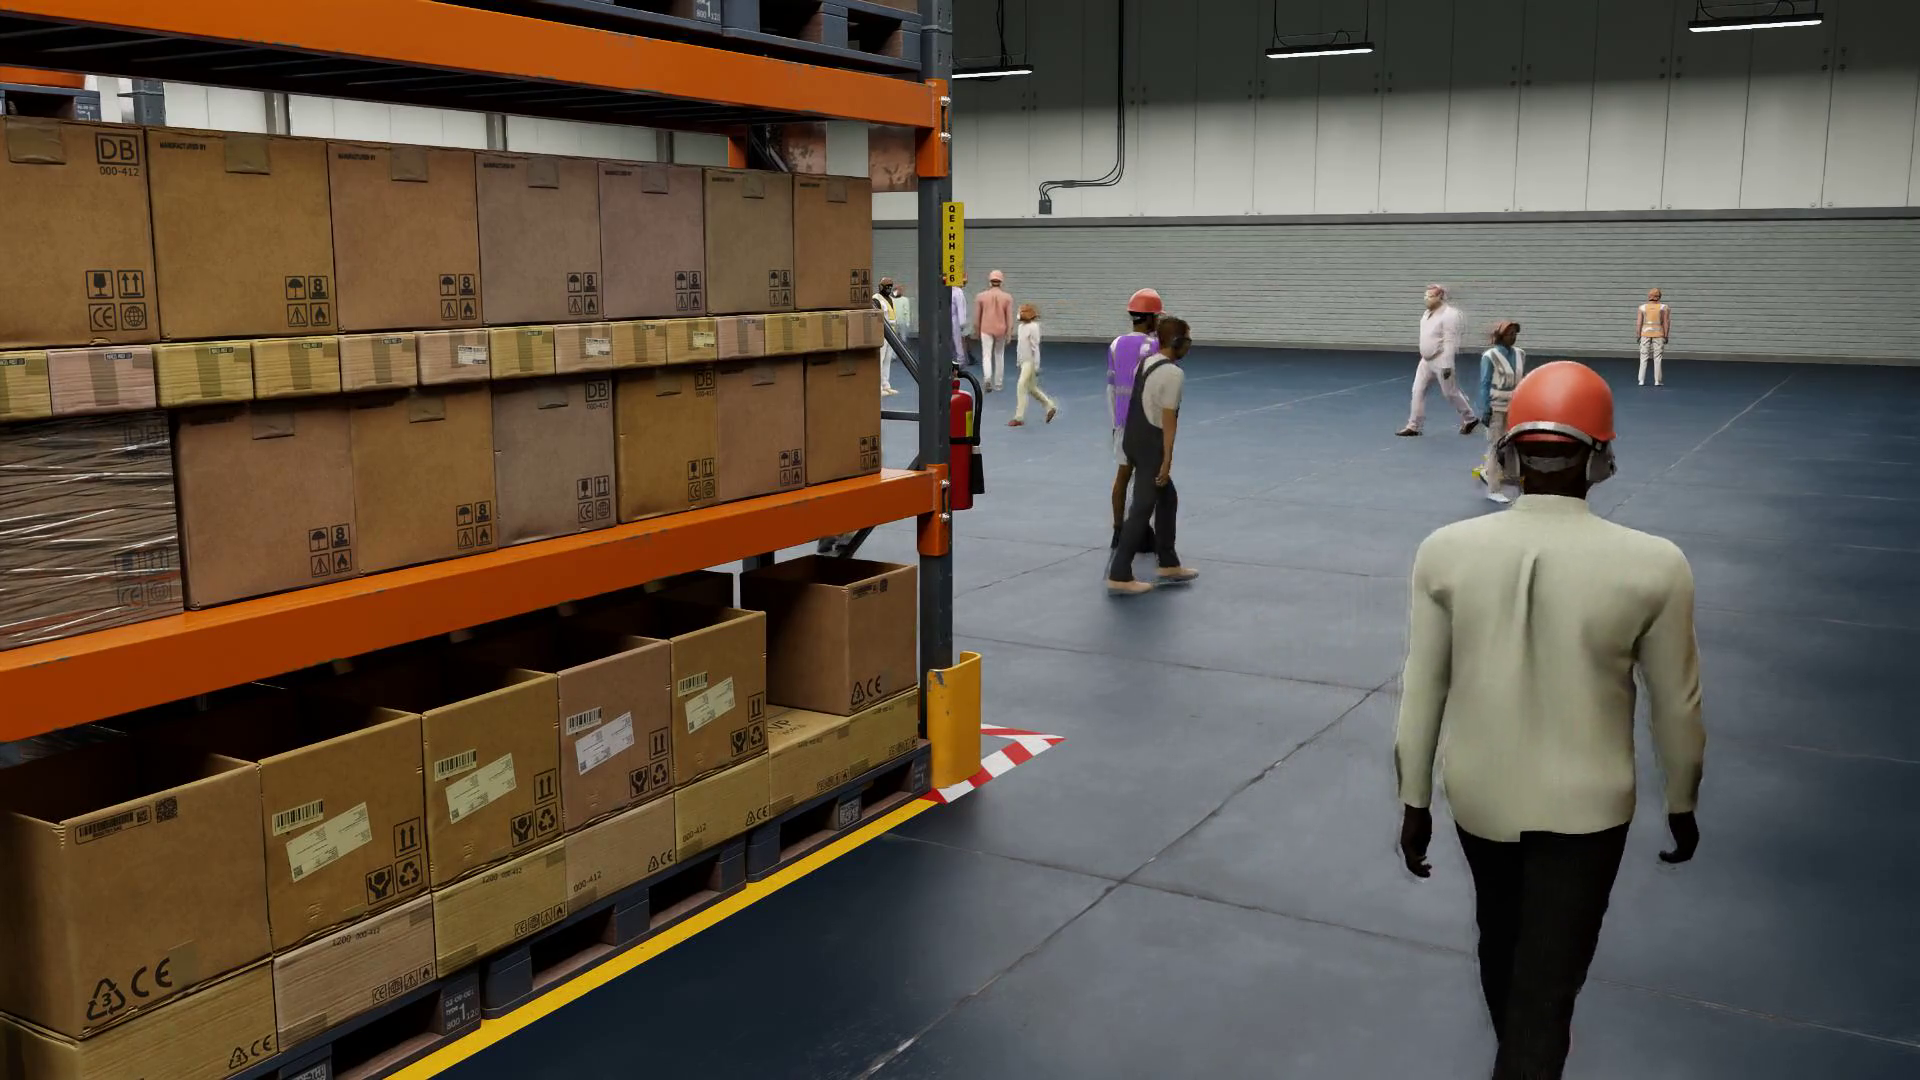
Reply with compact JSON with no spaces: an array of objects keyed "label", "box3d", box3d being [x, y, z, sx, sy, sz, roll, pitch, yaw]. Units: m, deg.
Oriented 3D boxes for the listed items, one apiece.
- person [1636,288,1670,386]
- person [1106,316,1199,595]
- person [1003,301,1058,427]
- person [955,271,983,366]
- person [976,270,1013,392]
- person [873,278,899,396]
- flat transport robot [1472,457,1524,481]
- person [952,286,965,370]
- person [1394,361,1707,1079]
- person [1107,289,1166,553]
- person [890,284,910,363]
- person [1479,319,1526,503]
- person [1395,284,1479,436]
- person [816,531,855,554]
[{"label":"person","box3d":[11.606,-3.393,27.876,0.514,1.640,0.310,6,11,30]},{"label":"person","box3d":[1.288,-0.551,10.822,0.845,1.780,0.515,-4,10,-21]},{"label":"person","box3d":[0.925,-2.263,21.367,0.762,1.608,0.509,-4,10,-21]},{"label":"person","box3d":[-0.059,-4.373,32.908,0.986,1.889,0.565,-3,10,-19]},{"label":"person","box3d":[0.550,-3.349,26.694,0.608,1.964,0.891,0,10,0]},{"label":"person","box3d":[-1.175,-3.179,26.047,0.430,1.840,0.623,5,11,26]},{"label":"flat transport robot","box3d":[5.653,-0.760,16.463,0.652,0.197,1.431,7,12,37]},{"label":"person","box3d":[-0.215,-4.138,31.642,0.769,1.840,1.000,6,11,32]},{"label":"person","box3d":[1.360,0.566,3.820,0.622,1.937,1.036,7,12,37]},{"label":"person","box3d":[1.338,-0.880,12.289,0.377,1.936,0.549,-8,12,-38]},{"label":"person","box3d":[-1.260,-4.446,34.125,0.524,1.613,0.547,2,10,9]},{"label":"person","box3d":[4.800,-1.143,14.742,0.533,1.623,0.398,-5,11,-28]},{"label":"person","box3d":[5.843,-2.169,20.118,1.010,1.854,0.656,-4,10,-20]},{"label":"person","box3d":[-0.879,-0.775,12.031,0.597,1.813,0.420,-3,10,-15]}]
